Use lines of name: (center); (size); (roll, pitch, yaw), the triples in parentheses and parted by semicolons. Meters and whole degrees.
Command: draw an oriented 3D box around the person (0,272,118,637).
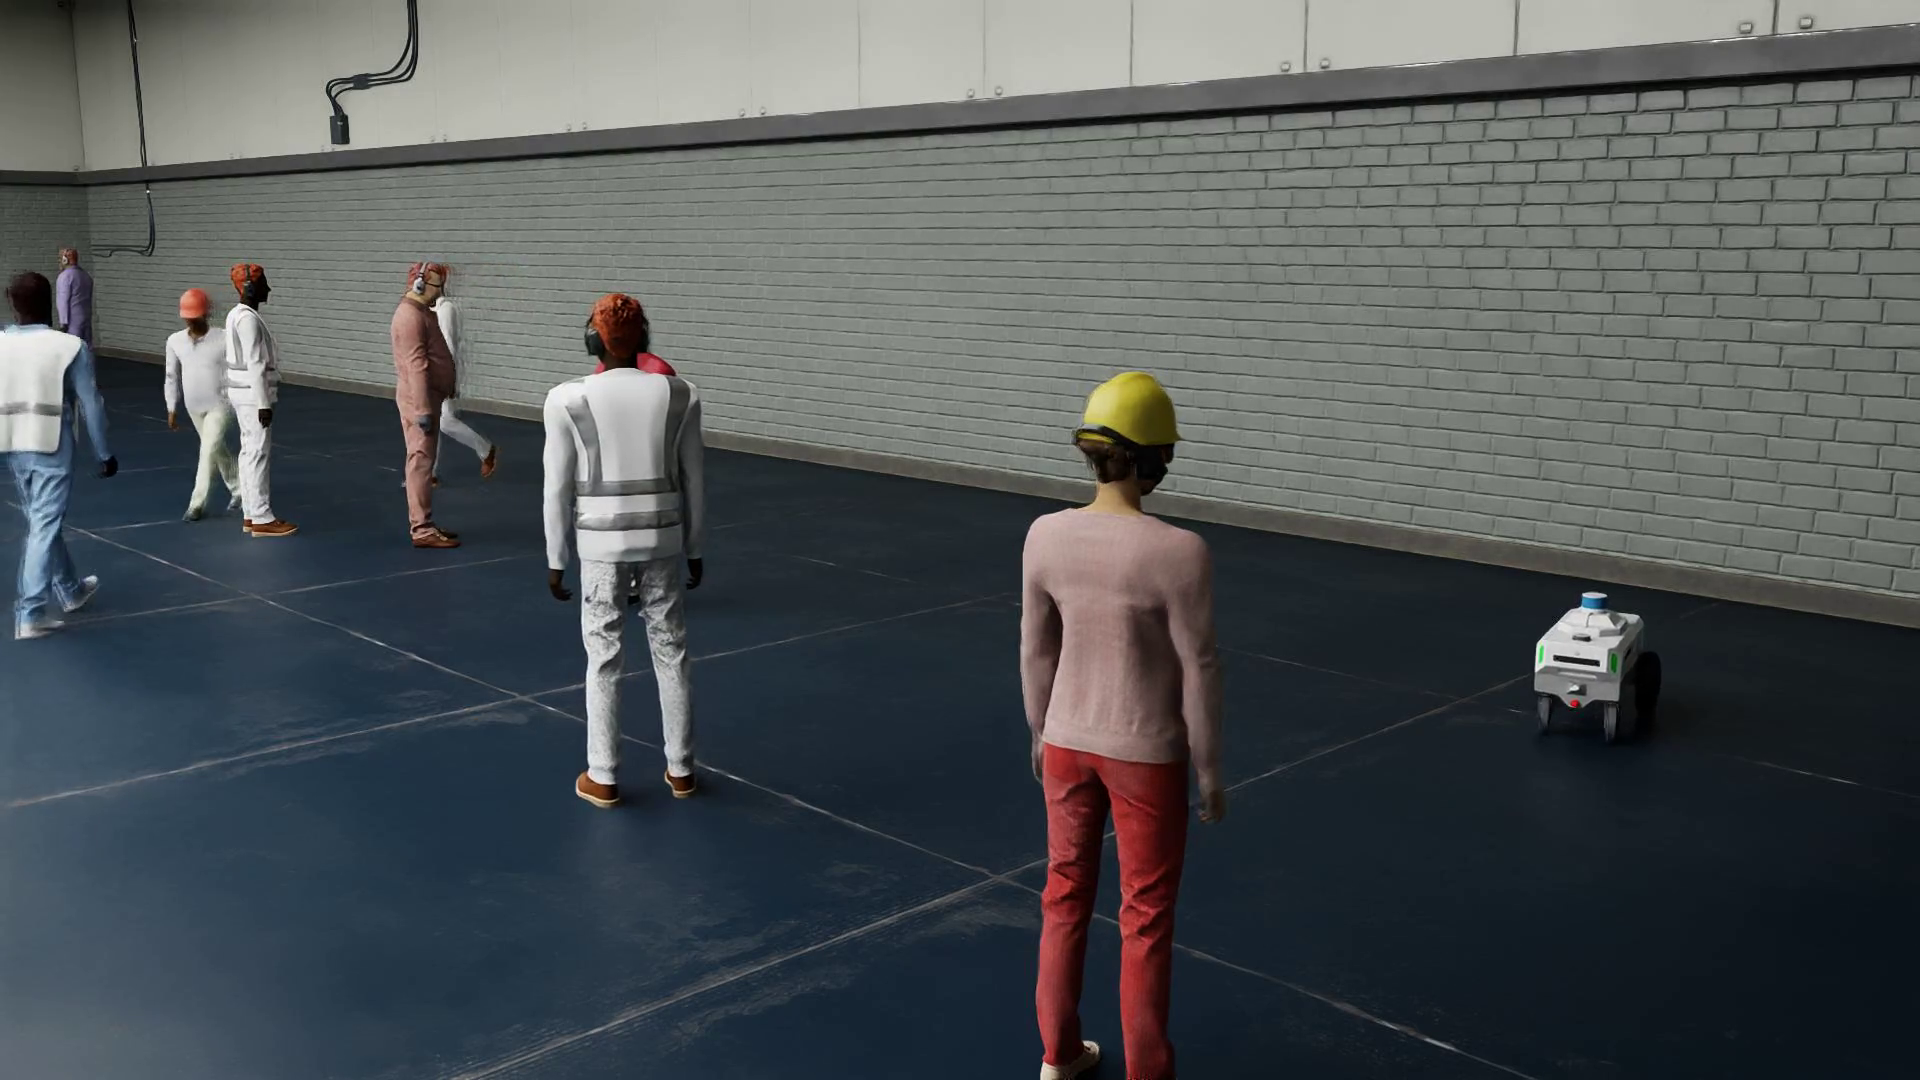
person: (-4.840, -0.474, 8.871); (0.592, 1.873, 0.981); (1, 10, 5)

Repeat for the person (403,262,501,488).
person: (-4.241, -1.356, 13.733); (0.744, 1.861, 0.589); (-9, 14, -41)

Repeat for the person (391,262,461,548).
person: (-3.570, -0.900, 11.143); (0.401, 1.902, 0.641); (-3, 11, -16)

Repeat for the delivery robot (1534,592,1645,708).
delivery robot: (2.691, 0.468, 7.092); (0.477, 0.478, 0.707); (6, 12, 30)

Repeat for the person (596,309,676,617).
person: (-1.801, -0.447, 9.104); (0.565, 1.742, 0.352); (7, 13, 35)

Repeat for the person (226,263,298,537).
person: (-4.879, -0.965, 11.539); (0.356, 1.883, 0.572); (-7, 12, -32)

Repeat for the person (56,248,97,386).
person: (-11.980, -2.981, 22.504); (0.402, 1.901, 0.647); (1, 10, 3)

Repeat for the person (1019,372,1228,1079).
person: (0.388, 0.493, 3.923); (0.540, 1.764, 0.333); (8, 13, 37)

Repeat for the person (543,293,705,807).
person: (-1.224, 0.039, 6.115); (0.593, 1.873, 0.368); (-4, 11, -22)

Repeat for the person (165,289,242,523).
person: (-5.555, -1.011, 12.313); (0.571, 1.694, 0.904); (2, 11, 9)
